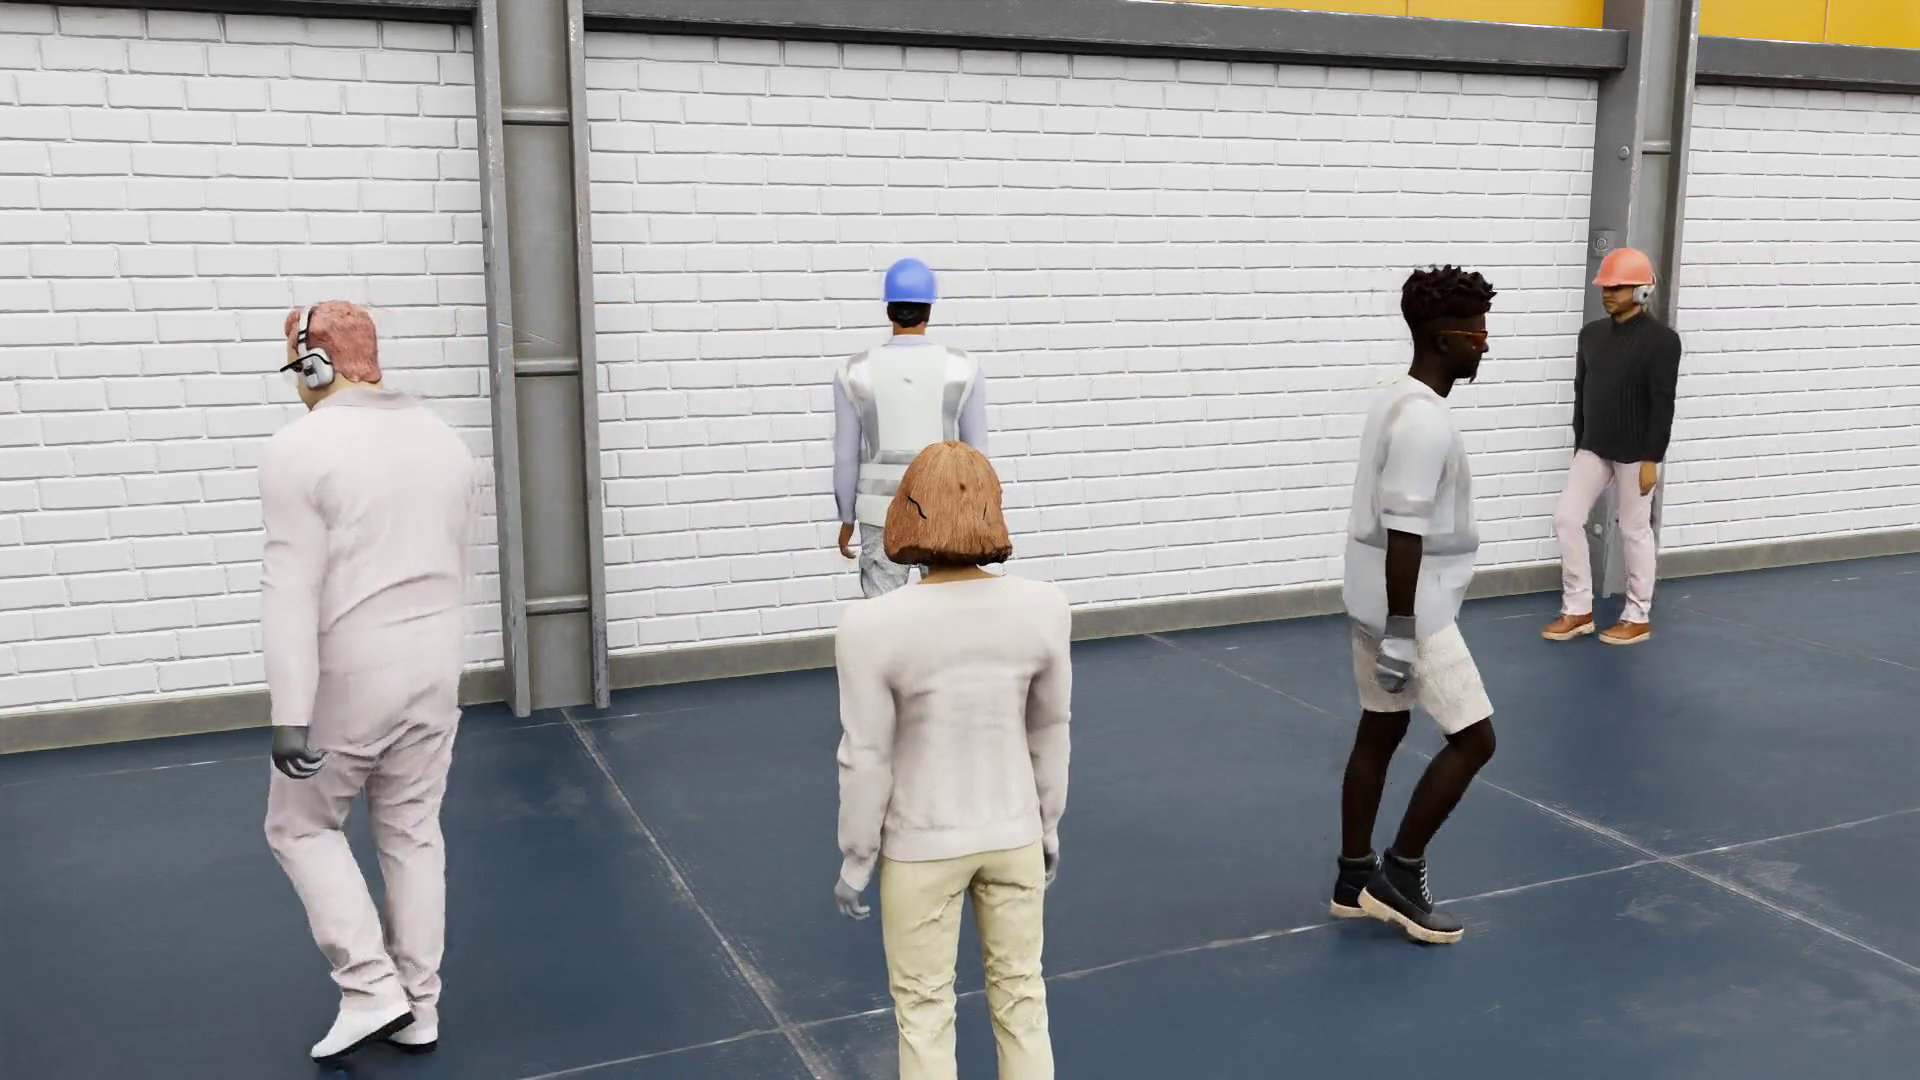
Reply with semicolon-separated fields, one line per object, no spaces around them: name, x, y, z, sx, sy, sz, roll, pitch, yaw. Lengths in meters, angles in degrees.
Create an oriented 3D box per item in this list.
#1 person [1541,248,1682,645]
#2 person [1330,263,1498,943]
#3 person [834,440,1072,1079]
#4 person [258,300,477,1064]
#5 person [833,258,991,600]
person;3.197;-0.441;8.218;0.701;1.967;0.661;-5;12;-28
person;1.332;0.190;4.796;0.510;1.947;0.609;0;10;3
person;-0.012;0.618;3.317;0.501;1.633;0.286;-4;11;-23
person;-1.461;0.356;4.107;0.441;1.872;0.682;5;12;27
person;-0.180;-0.107;6.445;0.613;1.946;0.403;0;10;-1
